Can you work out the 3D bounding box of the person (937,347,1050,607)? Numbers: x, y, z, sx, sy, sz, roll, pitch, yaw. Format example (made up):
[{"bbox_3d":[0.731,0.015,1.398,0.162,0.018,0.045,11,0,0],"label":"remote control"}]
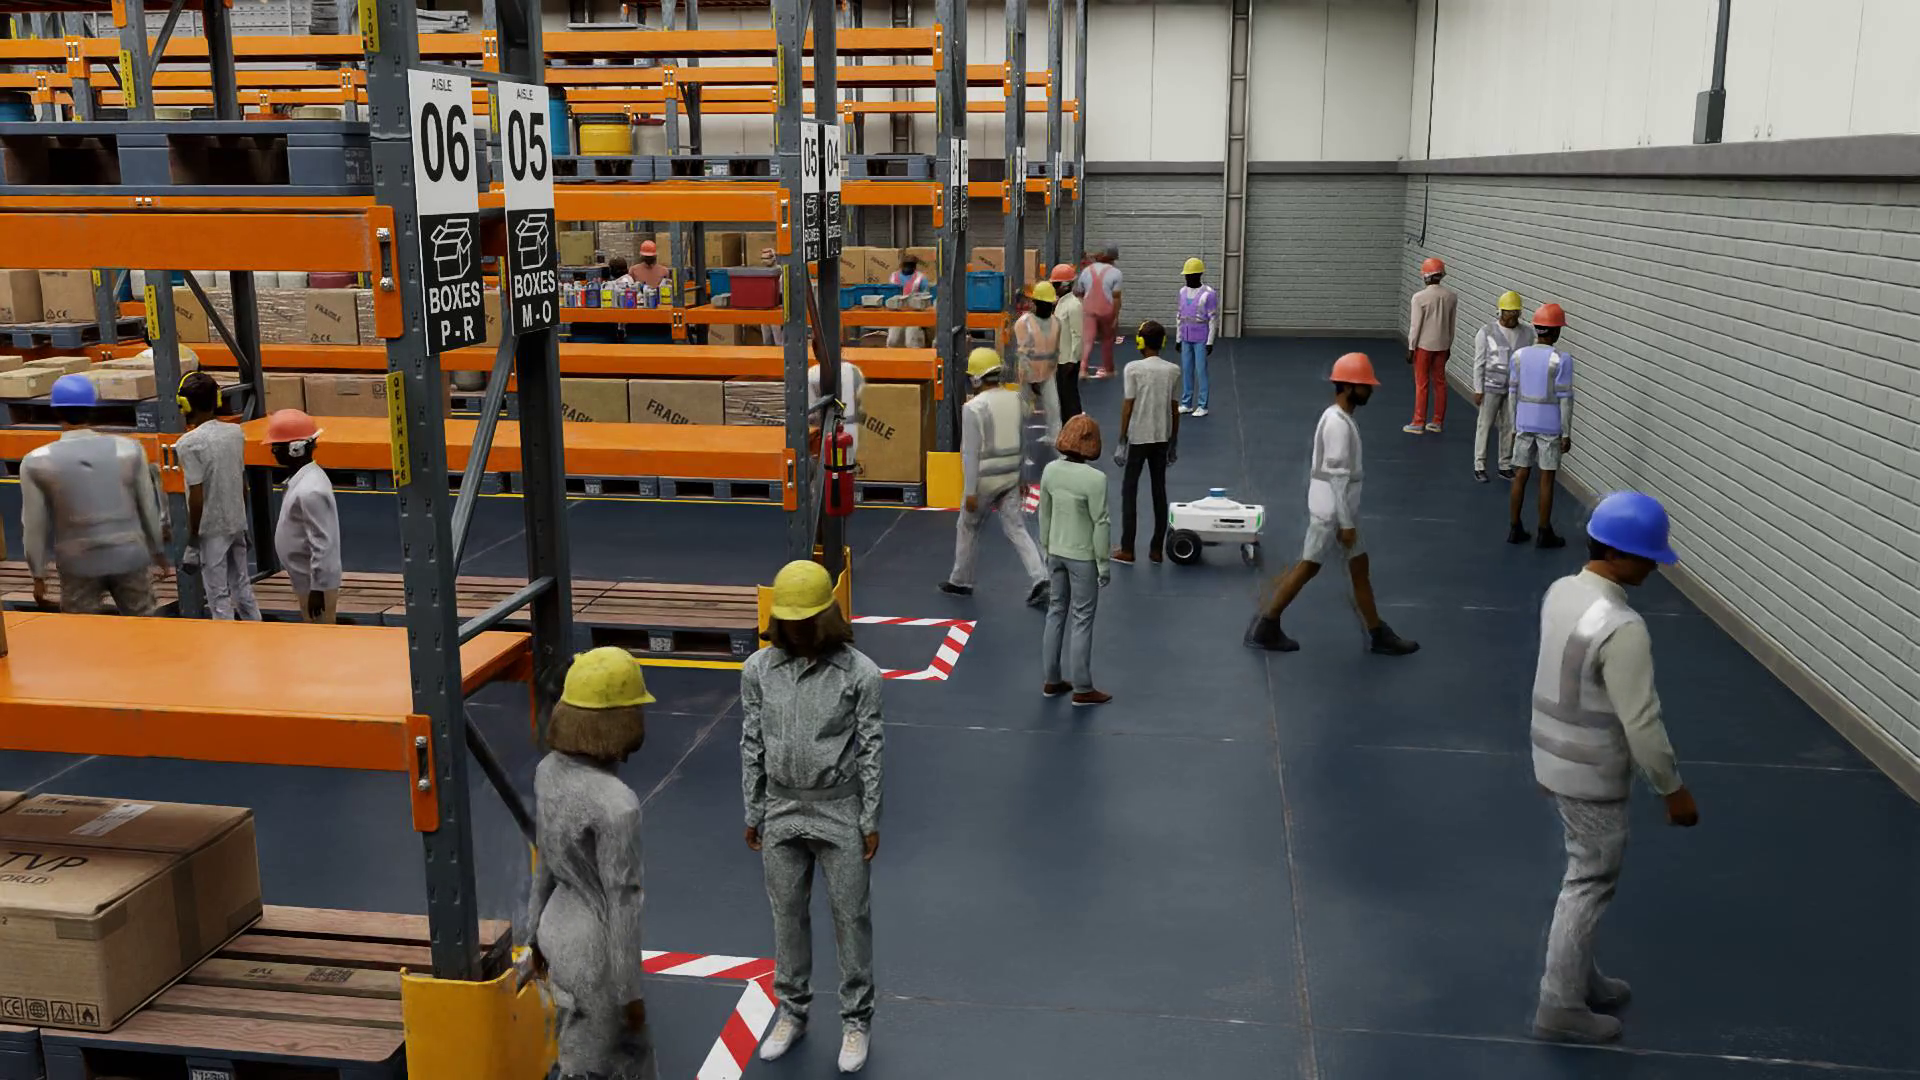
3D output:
[{"bbox_3d":[0.263,-0.427,11.385,0.596,1.788,0.931,-12,17,-43],"label":"person"}]

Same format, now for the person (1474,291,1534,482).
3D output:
[{"bbox_3d":[5.220,-1.468,15.970,0.589,1.835,0.404,-2,13,-7],"label":"person"}]

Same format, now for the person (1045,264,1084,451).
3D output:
[{"bbox_3d":[1.116,-1.934,17.713,0.394,1.990,0.618,-3,13,-12],"label":"person"}]

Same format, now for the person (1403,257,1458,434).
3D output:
[{"bbox_3d":[5.348,-2.202,18.914,0.612,1.997,0.375,-5,14,-23],"label":"person"}]

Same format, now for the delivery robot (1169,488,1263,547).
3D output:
[{"bbox_3d":[1.960,-0.155,12.741,0.707,0.478,0.477,2,13,8],"label":"delivery robot"}]

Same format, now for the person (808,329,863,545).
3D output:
[{"bbox_3d":[-0.957,-0.669,12.246,0.559,1.892,0.571,-8,15,-33],"label":"person"}]

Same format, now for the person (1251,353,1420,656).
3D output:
[{"bbox_3d":[2.293,-0.208,10.176,1.016,1.887,0.569,4,13,17],"label":"person"}]

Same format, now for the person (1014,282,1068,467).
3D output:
[{"bbox_3d":[0.828,-1.618,16.541,0.584,1.870,0.953,-7,14,-30],"label":"person"}]

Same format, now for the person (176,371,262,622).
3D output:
[{"bbox_3d":[-4.197,-0.020,9.373,0.335,1.864,0.521,3,13,14],"label":"person"}]

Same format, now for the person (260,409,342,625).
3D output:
[{"bbox_3d":[-3.415,0.182,8.705,0.342,1.749,0.573,-6,14,-25],"label":"person"}]

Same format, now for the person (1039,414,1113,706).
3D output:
[{"bbox_3d":[0.648,0.107,9.314,0.267,1.632,0.507,-10,16,-39],"label":"person"}]

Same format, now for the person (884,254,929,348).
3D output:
[{"bbox_3d":[-0.800,-3.177,23.777,0.735,1.814,0.490,6,14,24],"label":"person"}]

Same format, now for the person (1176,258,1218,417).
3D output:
[{"bbox_3d":[2.851,-2.462,20.248,0.381,1.923,0.591,-10,16,-38],"label":"person"}]

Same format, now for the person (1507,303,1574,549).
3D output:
[{"bbox_3d":[4.604,-0.902,13.176,0.354,1.939,0.545,-10,16,-39],"label":"person"}]

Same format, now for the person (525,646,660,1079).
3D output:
[{"bbox_3d":[-1.055,1.134,4.546,0.842,1.701,0.511,-9,16,-36],"label":"person"}]

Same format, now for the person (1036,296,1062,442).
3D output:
[{"bbox_3d":[1.029,-1.857,18.192,0.315,1.631,0.523,-9,15,-34],"label":"person"}]

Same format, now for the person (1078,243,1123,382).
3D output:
[{"bbox_3d":[1.982,-3.271,23.640,0.706,2.000,1.028,7,14,28],"label":"person"}]

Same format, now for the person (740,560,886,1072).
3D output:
[{"bbox_3d":[-0.489,0.907,5.482,0.489,1.737,0.326,3,13,13],"label":"person"}]

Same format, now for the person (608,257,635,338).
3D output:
[{"bbox_3d":[-4.530,-2.872,22.305,0.429,1.838,0.621,-2,13,-8],"label":"person"}]

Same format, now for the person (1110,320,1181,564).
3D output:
[{"bbox_3d":[1.404,-0.729,12.609,0.562,1.855,0.387,-6,14,-26],"label":"person"}]

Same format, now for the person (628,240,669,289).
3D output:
[{"bbox_3d":[-4.443,-3.287,23.837,0.609,1.986,0.392,-4,13,-19],"label":"person"}]

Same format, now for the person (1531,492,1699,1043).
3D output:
[{"bbox_3d":[2.189,0.780,5.619,0.520,1.919,0.621,1,13,4],"label":"person"}]

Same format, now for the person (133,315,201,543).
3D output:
[{"bbox_3d":[-6.387,-0.900,13.389,0.429,1.842,0.636,4,13,19],"label":"person"}]

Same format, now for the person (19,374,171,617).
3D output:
[{"bbox_3d":[-4.468,0.108,8.646,0.686,1.937,0.470,-7,15,-30],"label":"person"}]

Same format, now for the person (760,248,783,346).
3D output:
[{"bbox_3d":[-2.644,-3.149,23.419,0.398,1.899,0.648,-11,17,-42],"label":"person"}]
